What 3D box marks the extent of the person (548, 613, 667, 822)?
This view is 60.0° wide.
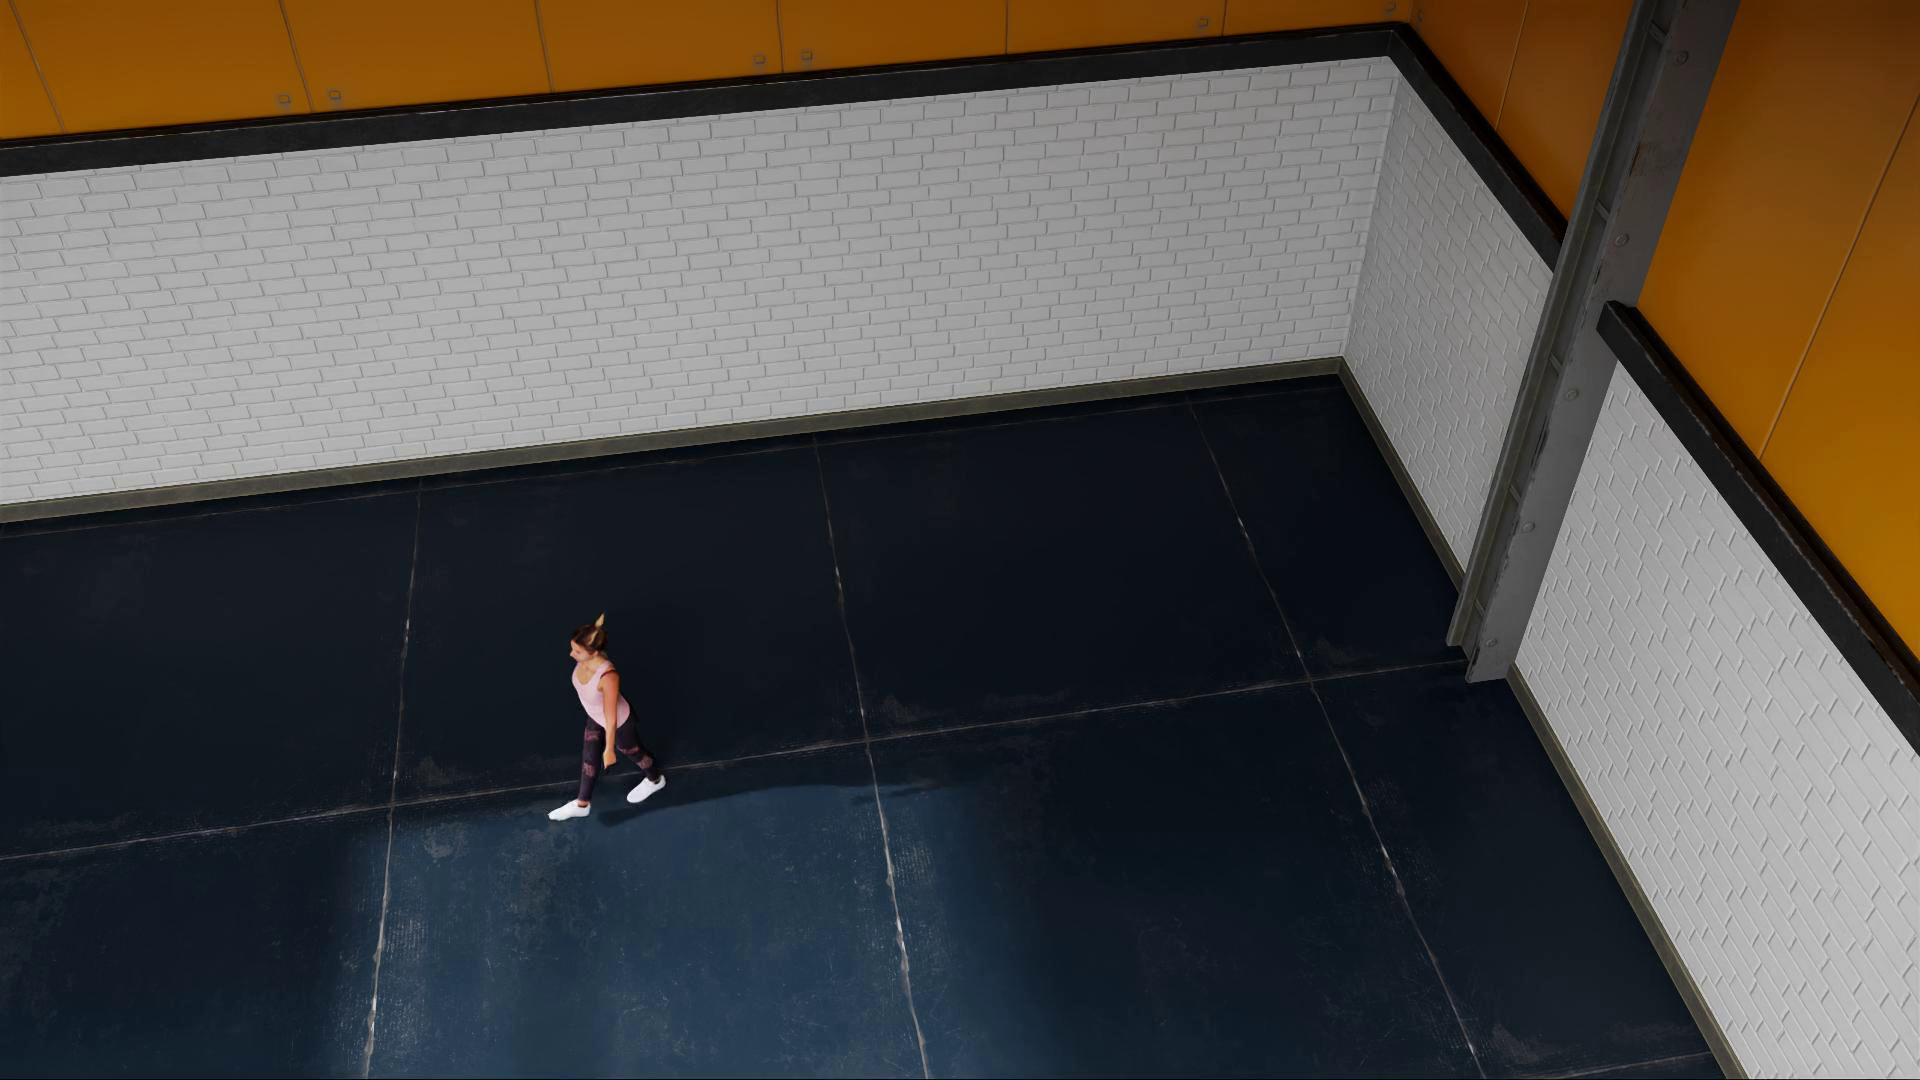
[{"bbox_3d":[-2.003,1.026,9.903,0.925,1.614,0.999,-27,50,-25],"label":"person"}]
